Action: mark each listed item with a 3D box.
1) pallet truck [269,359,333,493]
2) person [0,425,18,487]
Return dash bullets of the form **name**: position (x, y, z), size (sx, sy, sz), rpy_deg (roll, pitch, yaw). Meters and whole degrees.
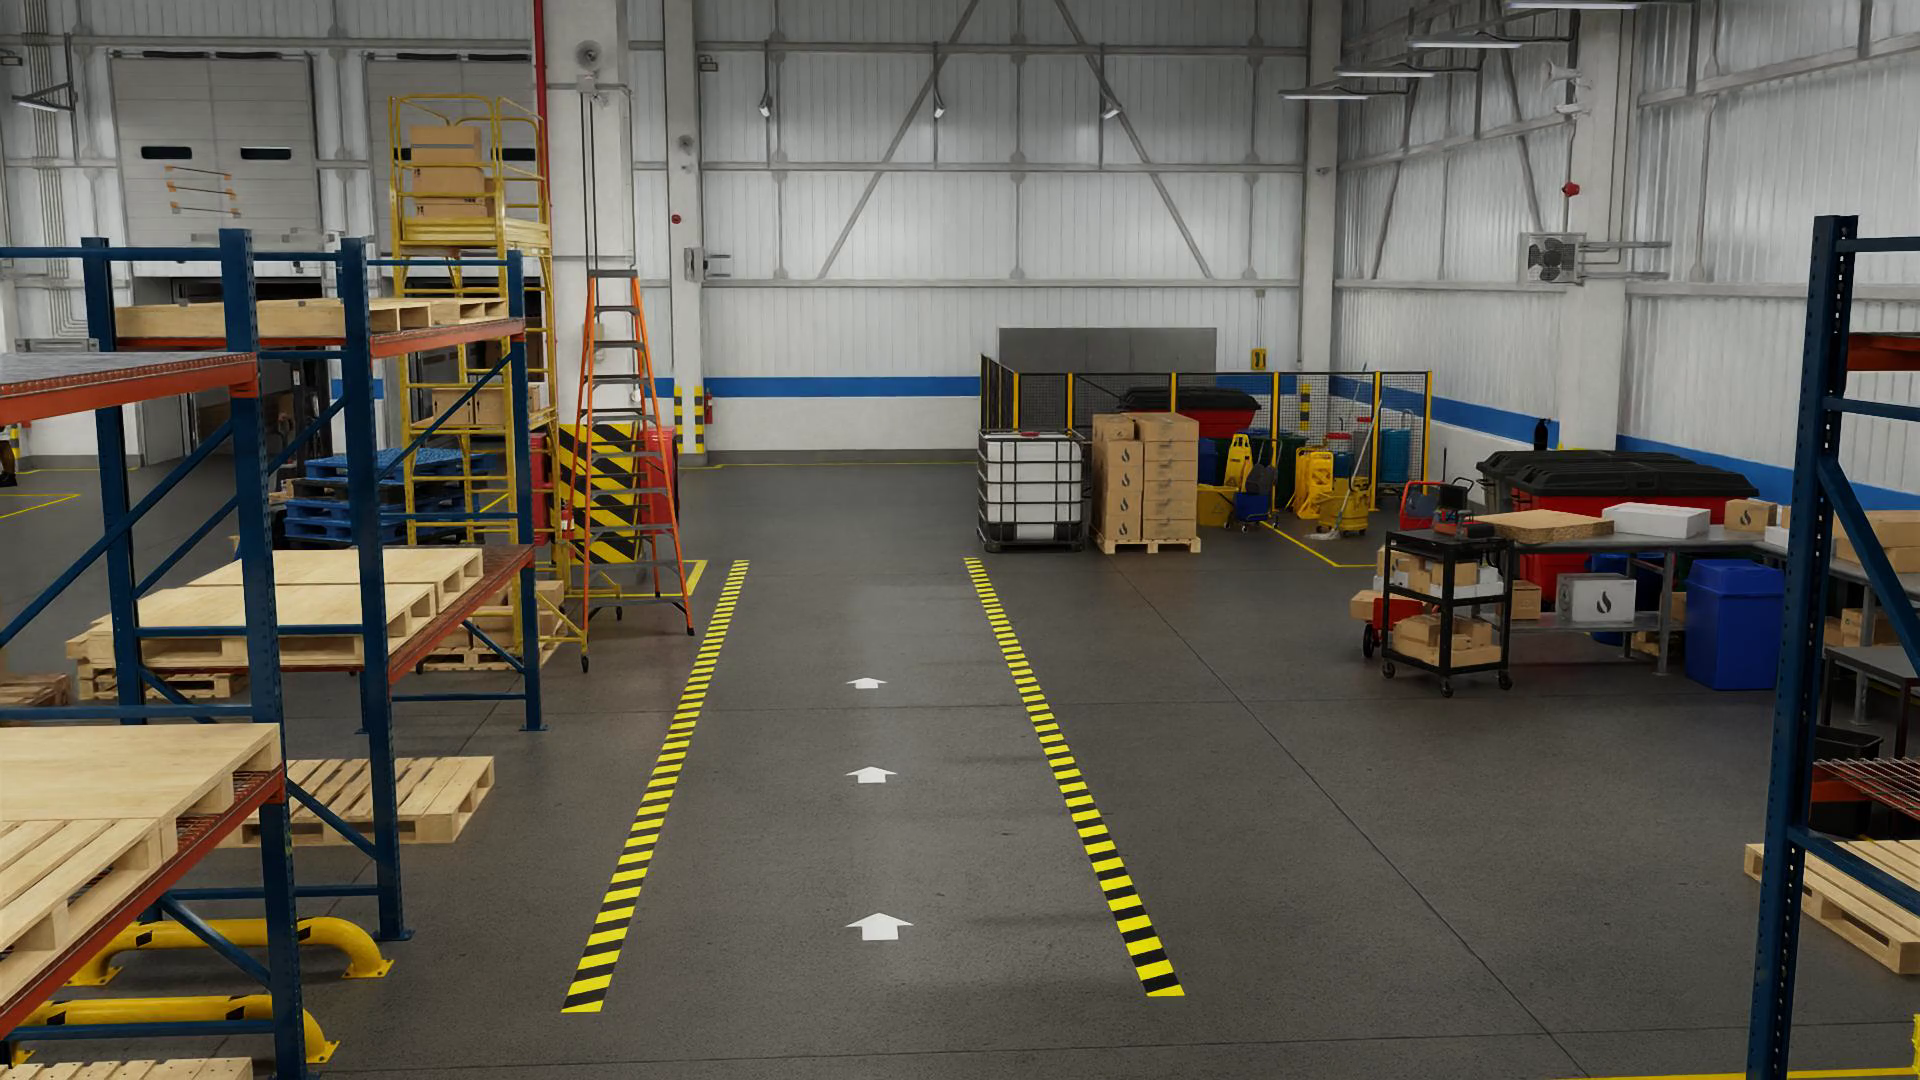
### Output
- **pallet truck**: position (-7.062, -1.131, 18.996), size (1.885, 1.965, 0.823), rpy_deg (2, 9, 13)
- **person**: position (-13.121, -1.677, 22.644), size (0.388, 1.930, 0.544), rpy_deg (-8, 12, -42)
